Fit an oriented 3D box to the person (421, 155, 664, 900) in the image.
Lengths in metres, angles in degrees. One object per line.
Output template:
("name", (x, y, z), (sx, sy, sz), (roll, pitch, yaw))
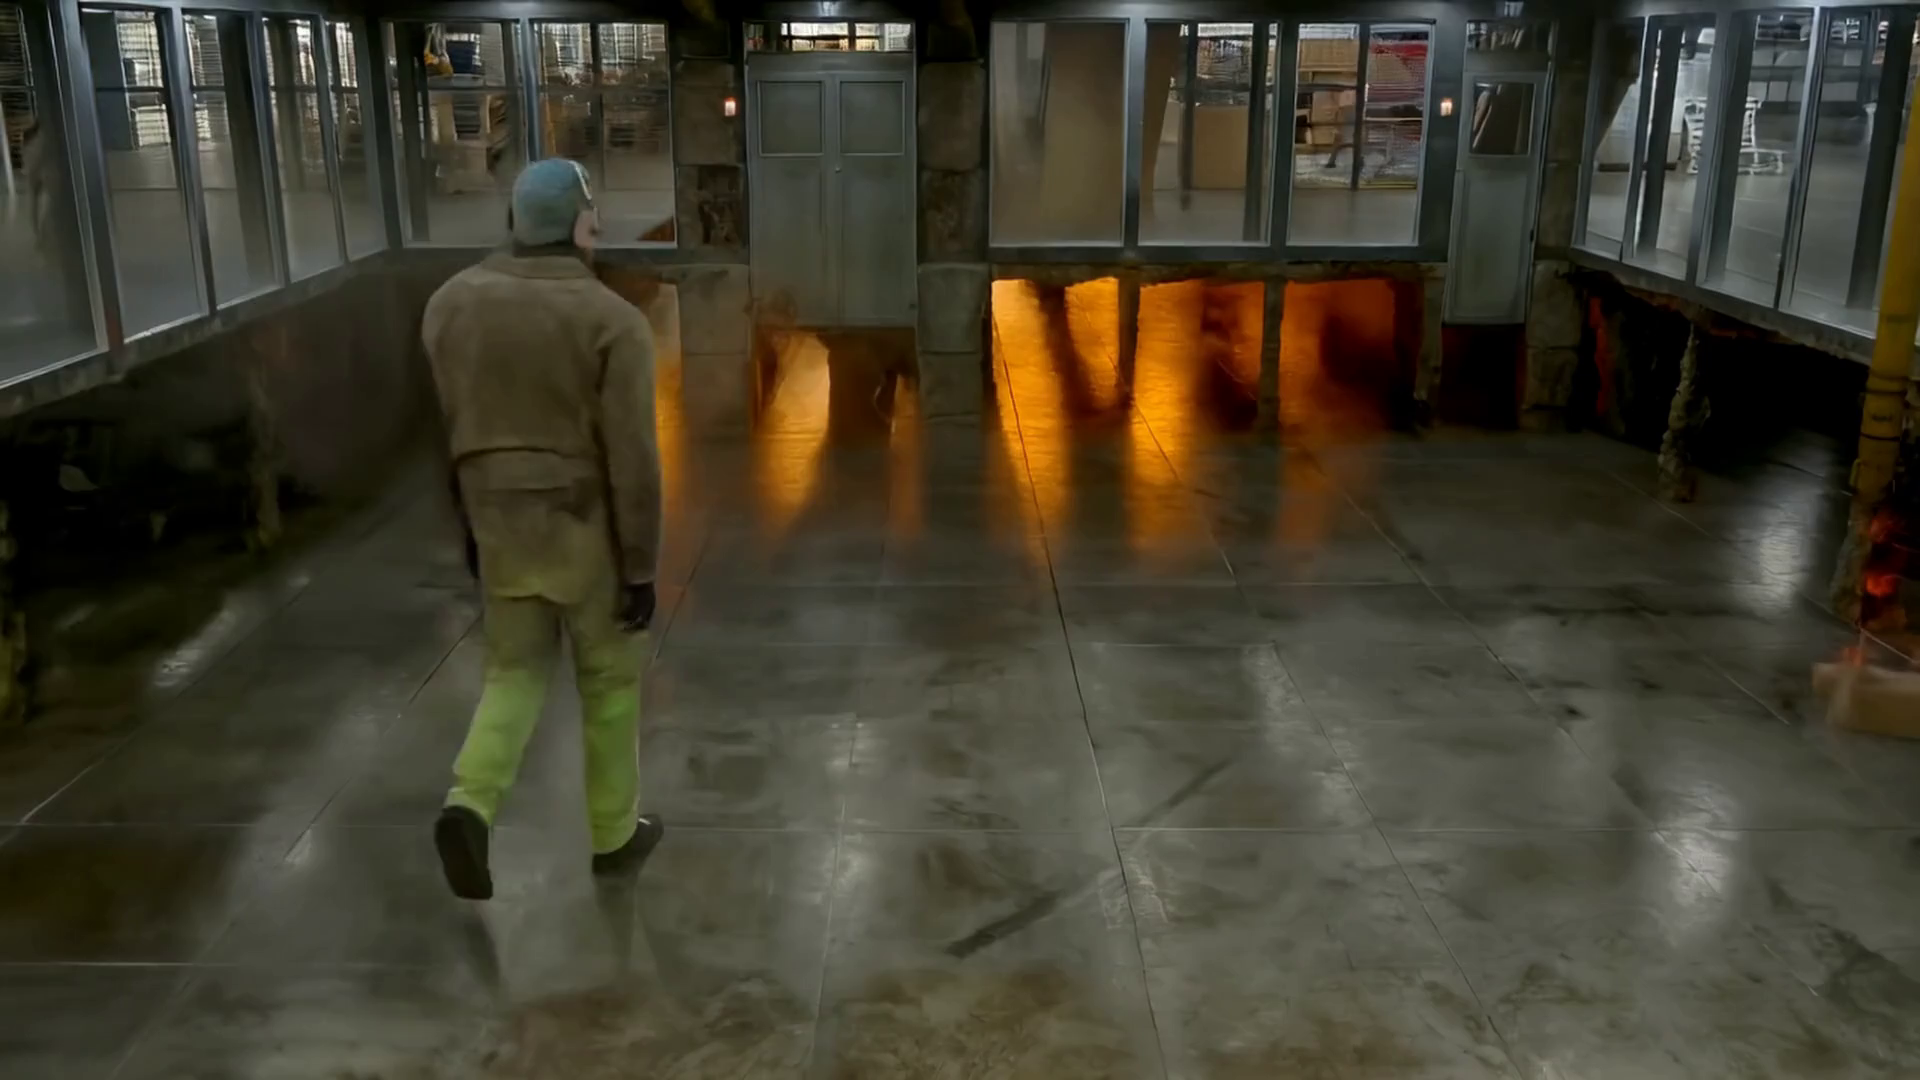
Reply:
("person", (-1.035, 0.011, 4.116), (0.634, 1.878, 0.658), (5, 17, 16))
